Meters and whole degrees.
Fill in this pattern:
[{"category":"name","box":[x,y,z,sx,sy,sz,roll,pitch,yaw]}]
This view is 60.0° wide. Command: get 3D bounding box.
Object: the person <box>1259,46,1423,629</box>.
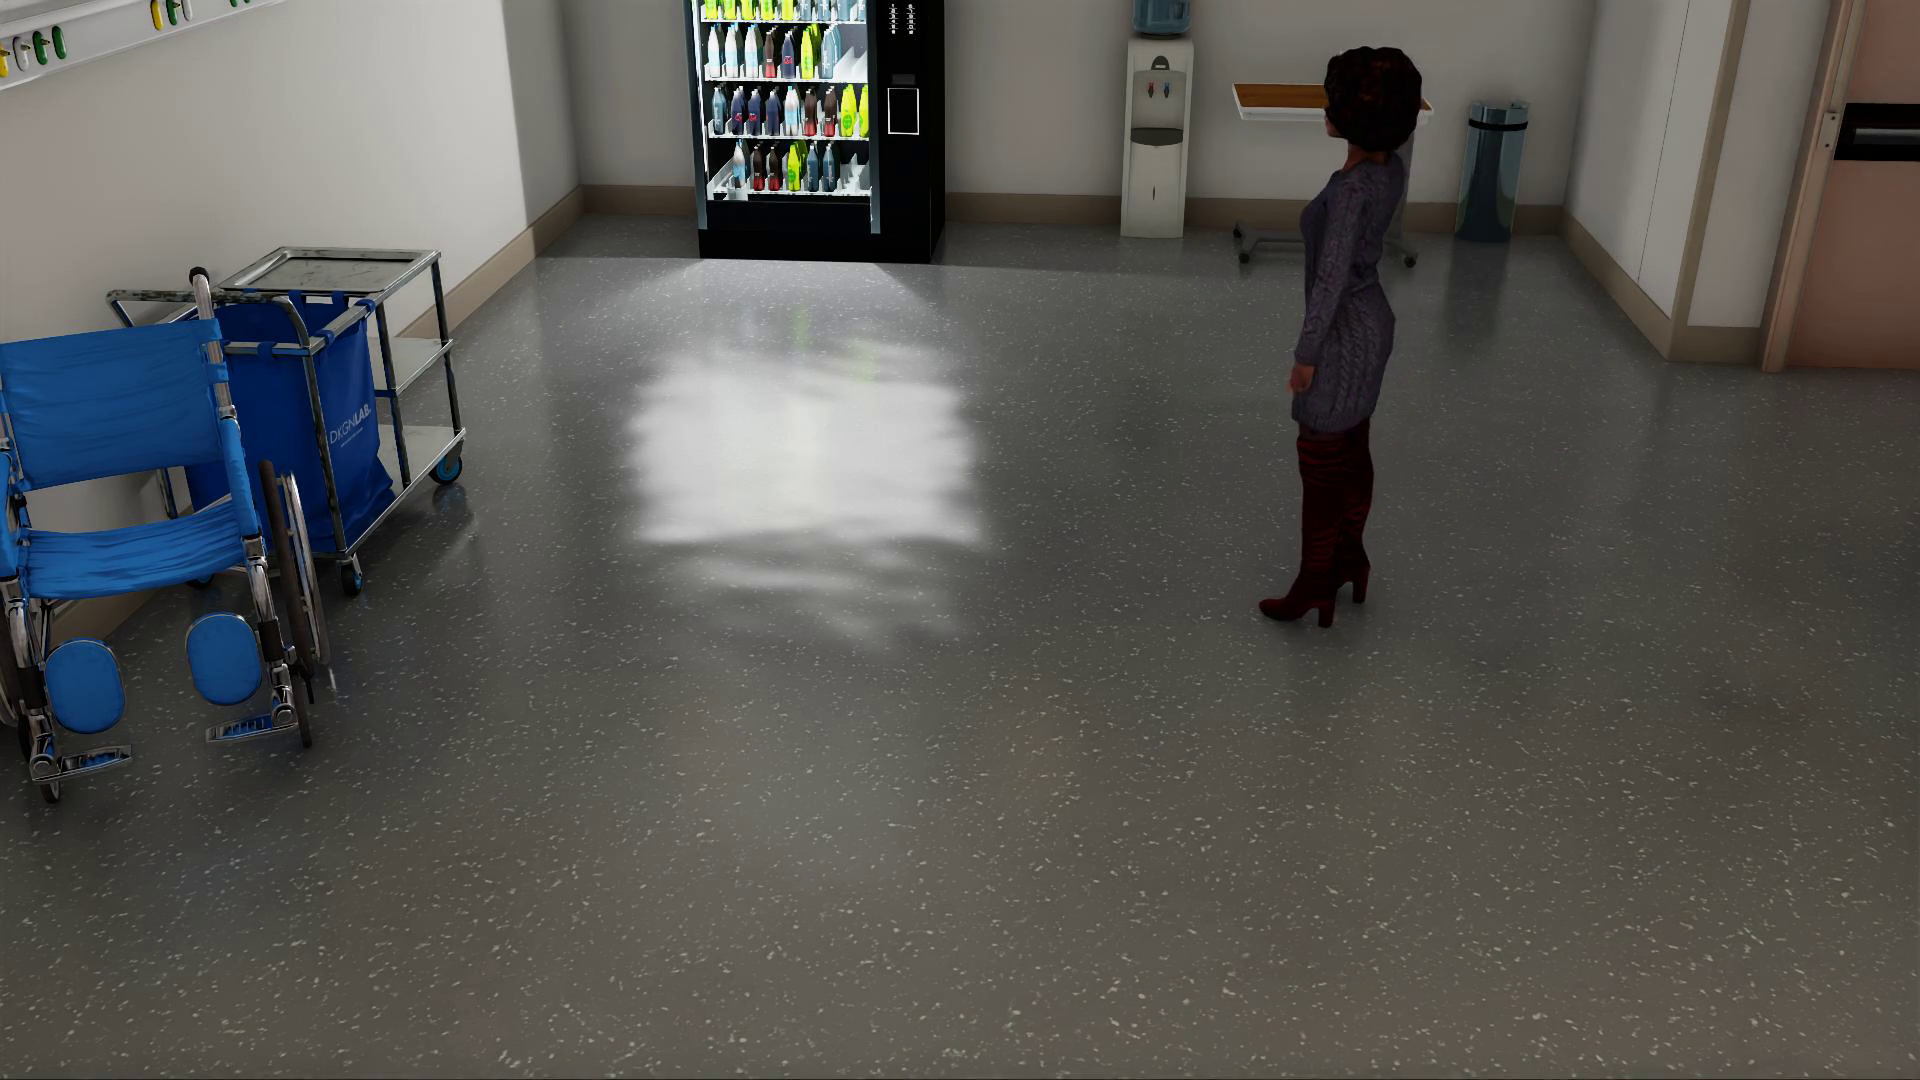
[{"category":"person","box":[1.143,-0.563,4.858,0.657,1.711,0.657,15,29,28]}]
